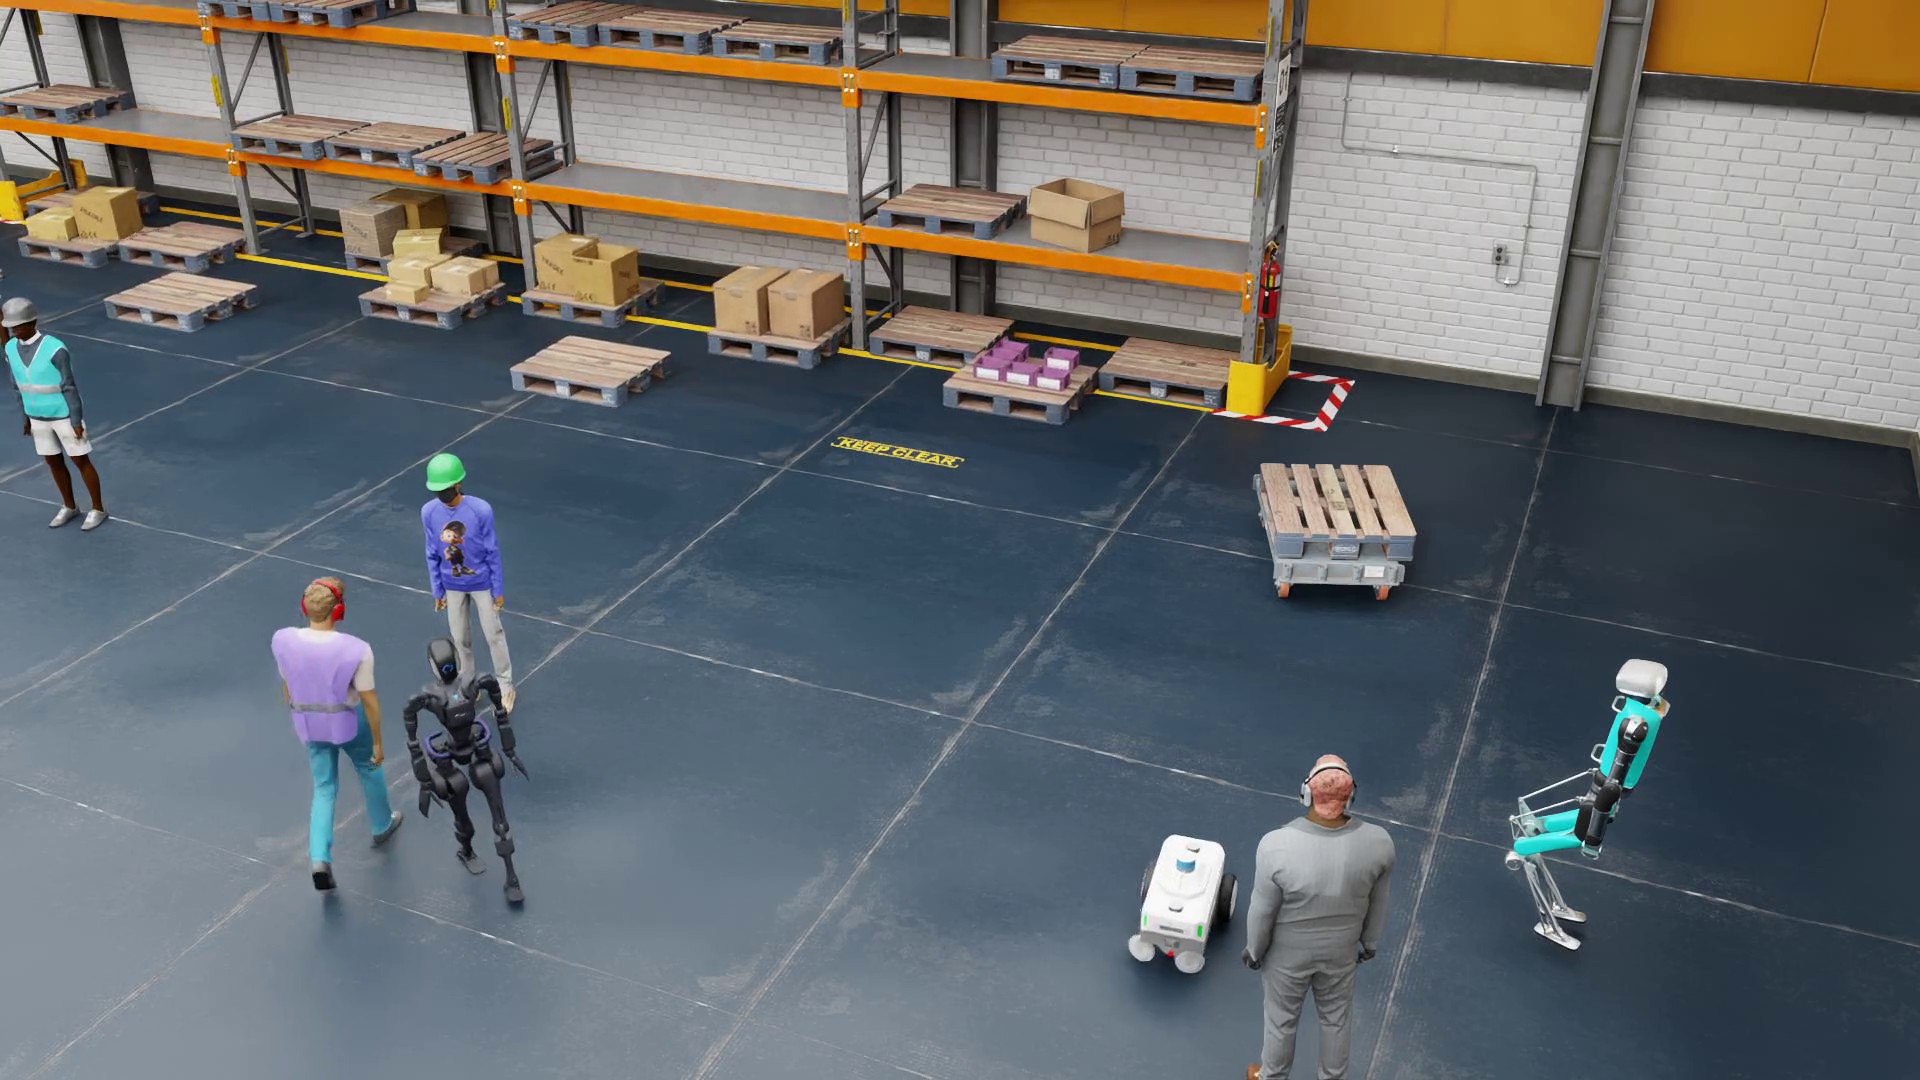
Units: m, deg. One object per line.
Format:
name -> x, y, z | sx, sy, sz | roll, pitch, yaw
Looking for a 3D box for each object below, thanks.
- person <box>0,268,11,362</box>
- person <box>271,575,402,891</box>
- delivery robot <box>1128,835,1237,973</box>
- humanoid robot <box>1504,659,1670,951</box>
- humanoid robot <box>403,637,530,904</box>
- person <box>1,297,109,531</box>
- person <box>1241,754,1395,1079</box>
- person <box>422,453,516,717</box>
person -> -9.699, -2.661, 16.252 | 0.604, 1.957, 0.387 | -11, 29, -21
person -> -3.463, 1.058, 9.197 | 0.582, 1.808, 0.816 | 1, 27, 2
delivery robot -> 1.185, 1.912, 8.902 | 0.522, 0.584, 0.751 | 8, 28, 15
humanoid robot -> 3.162, 1.320, 8.625 | 0.735, 1.677, 0.533 | 15, 31, 27
humanoid robot -> -2.673, 1.222, 9.062 | 0.601, 1.625, 0.686 | -16, 31, -29
person -> -7.125, -0.997, 13.058 | 0.546, 1.933, 0.449 | 3, 27, 6
person -> 1.608, 1.815, 7.629 | 0.650, 1.905, 0.405 | -3, 27, -6
person -> -3.151, 0.294, 10.628 | 0.469, 1.866, 0.369 | 1, 27, 2
